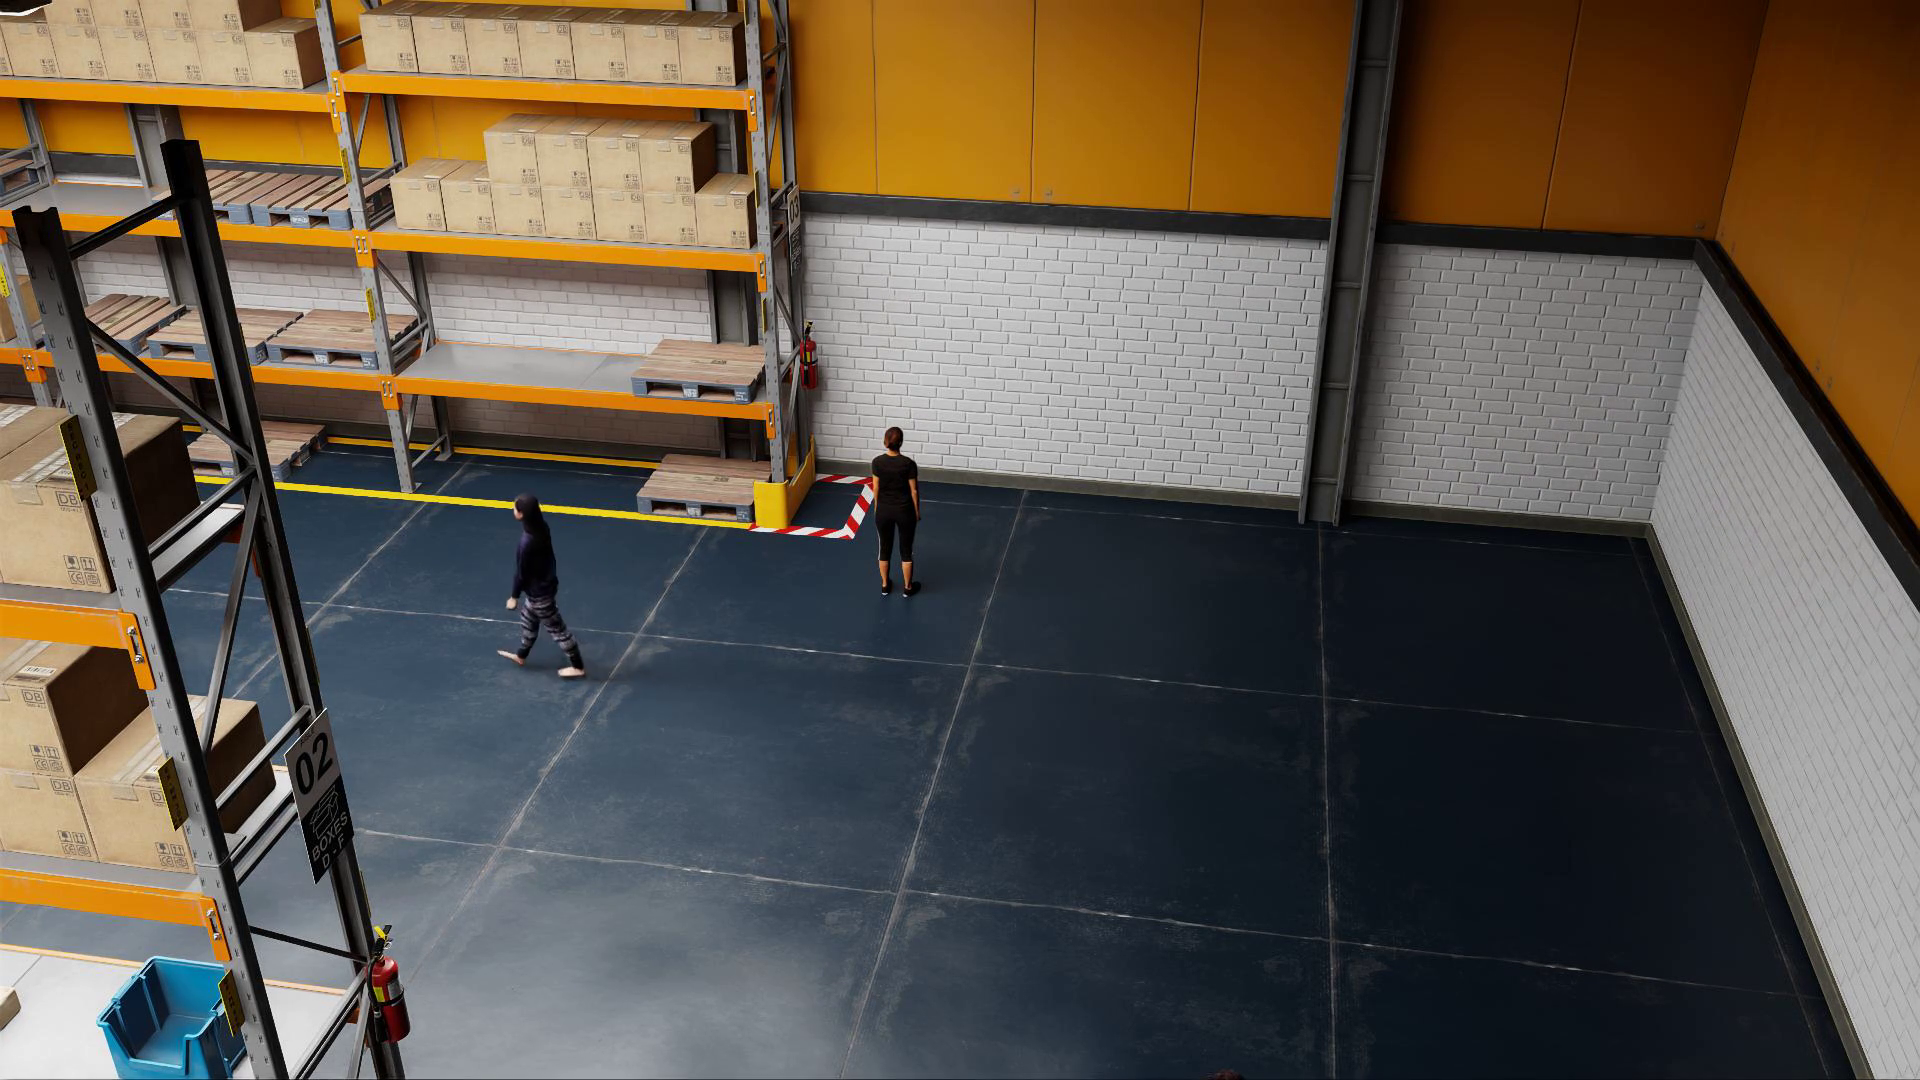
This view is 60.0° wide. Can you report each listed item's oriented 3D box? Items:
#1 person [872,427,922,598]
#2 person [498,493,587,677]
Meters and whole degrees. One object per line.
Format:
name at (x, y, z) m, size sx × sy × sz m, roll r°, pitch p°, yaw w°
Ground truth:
person at (-0.582, -0.264, 15.076) m, size 0.456 × 1.669 × 0.645 m, roll 6°, pitch 29°, yaw 11°
person at (-3.392, 0.419, 13.796) m, size 1.020 × 1.694 × 0.668 m, roll 2°, pitch 29°, yaw 4°
